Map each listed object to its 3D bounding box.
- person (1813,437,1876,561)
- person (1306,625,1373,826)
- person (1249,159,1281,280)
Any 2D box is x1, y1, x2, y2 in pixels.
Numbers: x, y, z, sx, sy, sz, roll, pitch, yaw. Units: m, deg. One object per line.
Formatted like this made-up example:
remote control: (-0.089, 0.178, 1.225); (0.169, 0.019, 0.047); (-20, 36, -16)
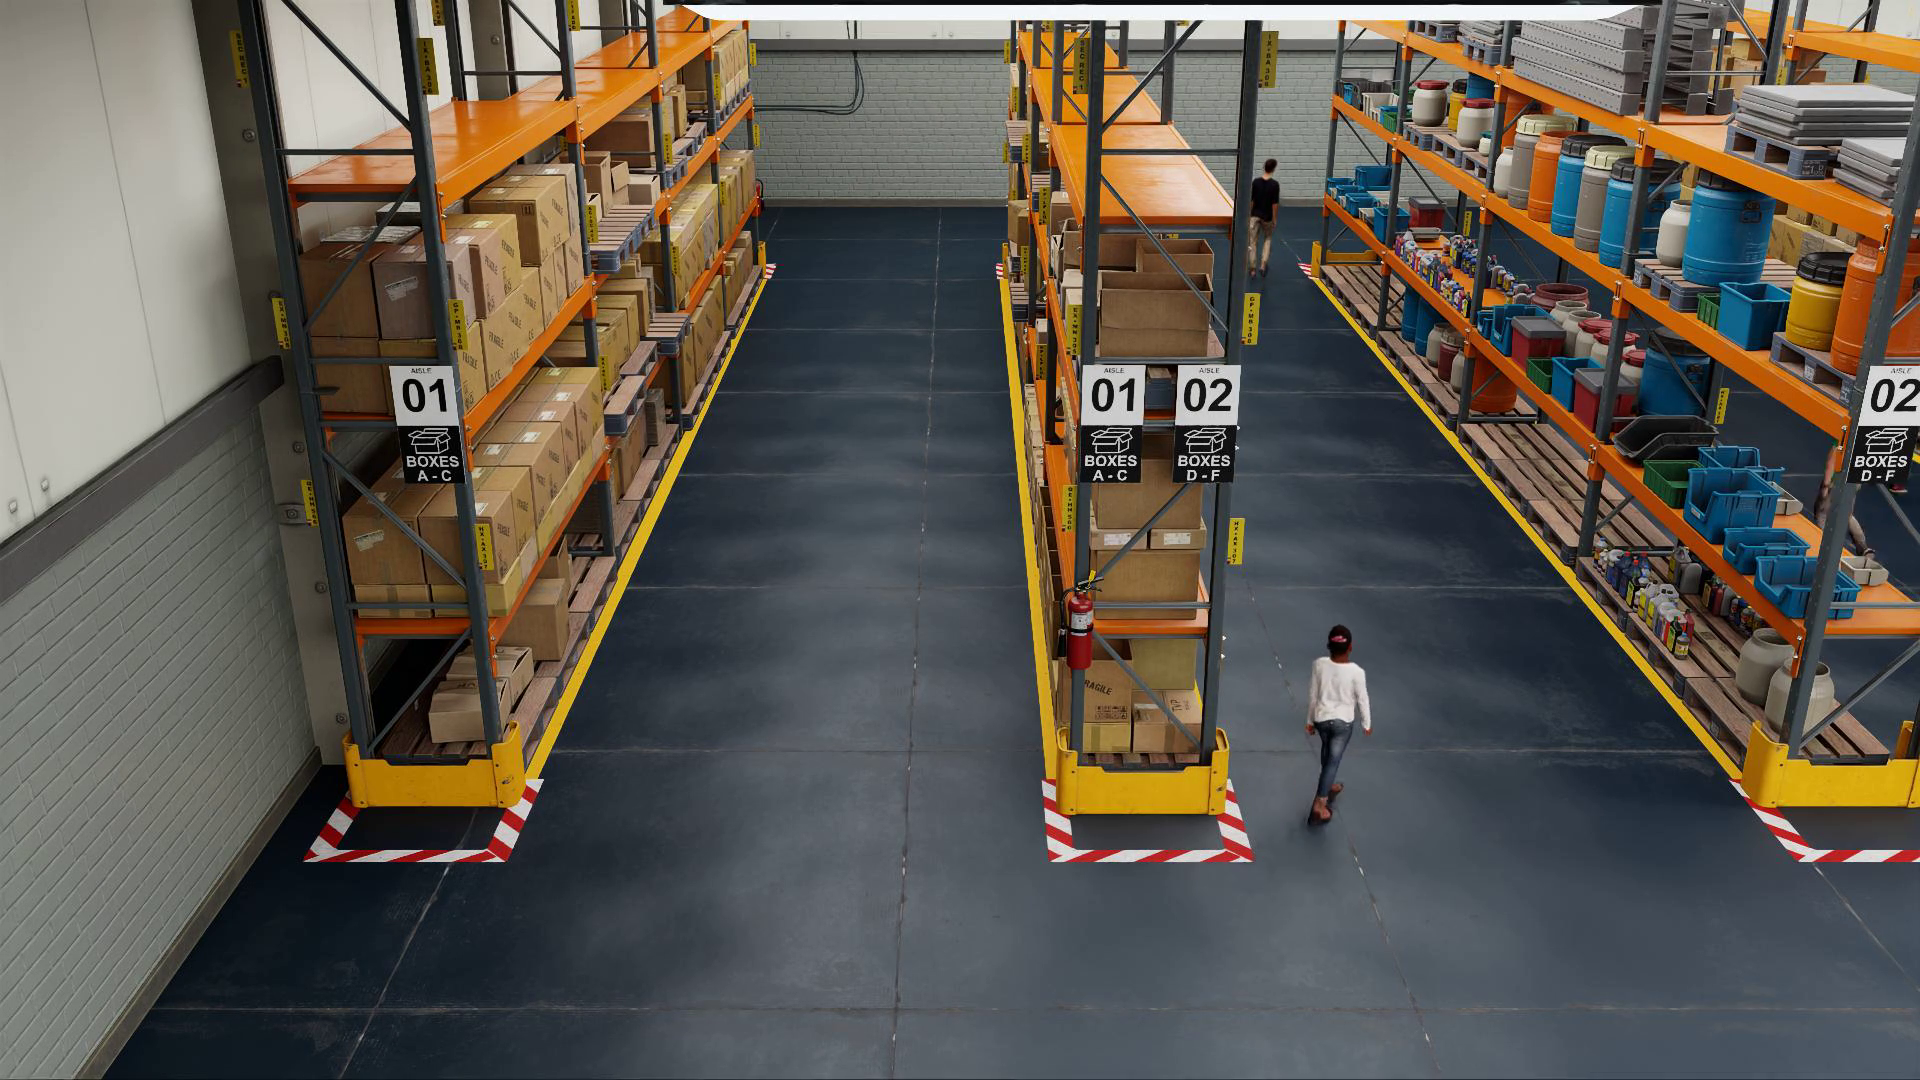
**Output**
person: (8.148, -0.488, 15.233); (0.754, 1.630, 1.038); (-6, 23, -15)
person: (2.486, 1.256, 11.218); (0.803, 1.441, 0.884); (18, 29, 38)
person: (4.709, -4.990, 25.990); (0.805, 1.820, 0.921); (5, 23, 12)
